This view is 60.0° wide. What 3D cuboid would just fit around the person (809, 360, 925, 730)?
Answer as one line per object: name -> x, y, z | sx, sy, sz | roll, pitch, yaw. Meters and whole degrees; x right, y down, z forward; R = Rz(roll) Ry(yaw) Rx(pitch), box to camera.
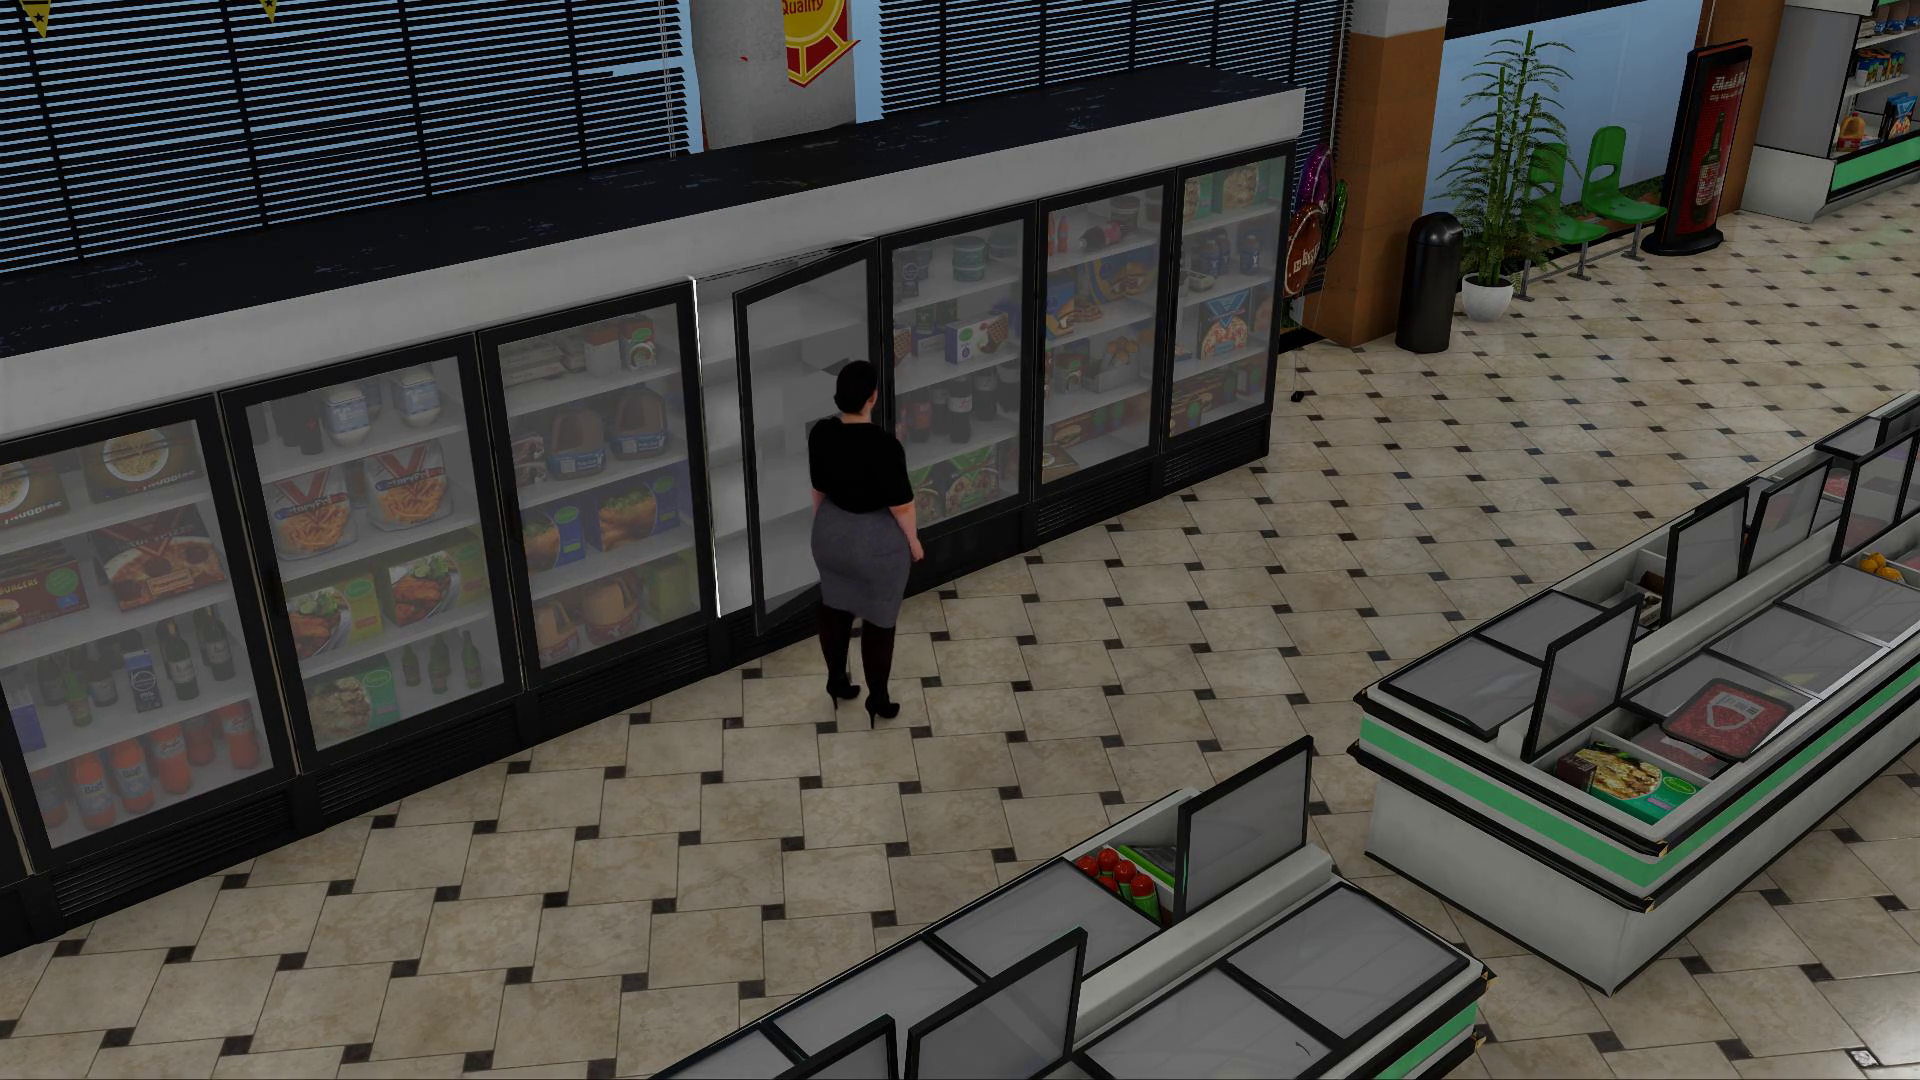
person -> -0.454, 0.046, 7.437 | 0.738, 1.754, 0.706 | 17, 32, 30
